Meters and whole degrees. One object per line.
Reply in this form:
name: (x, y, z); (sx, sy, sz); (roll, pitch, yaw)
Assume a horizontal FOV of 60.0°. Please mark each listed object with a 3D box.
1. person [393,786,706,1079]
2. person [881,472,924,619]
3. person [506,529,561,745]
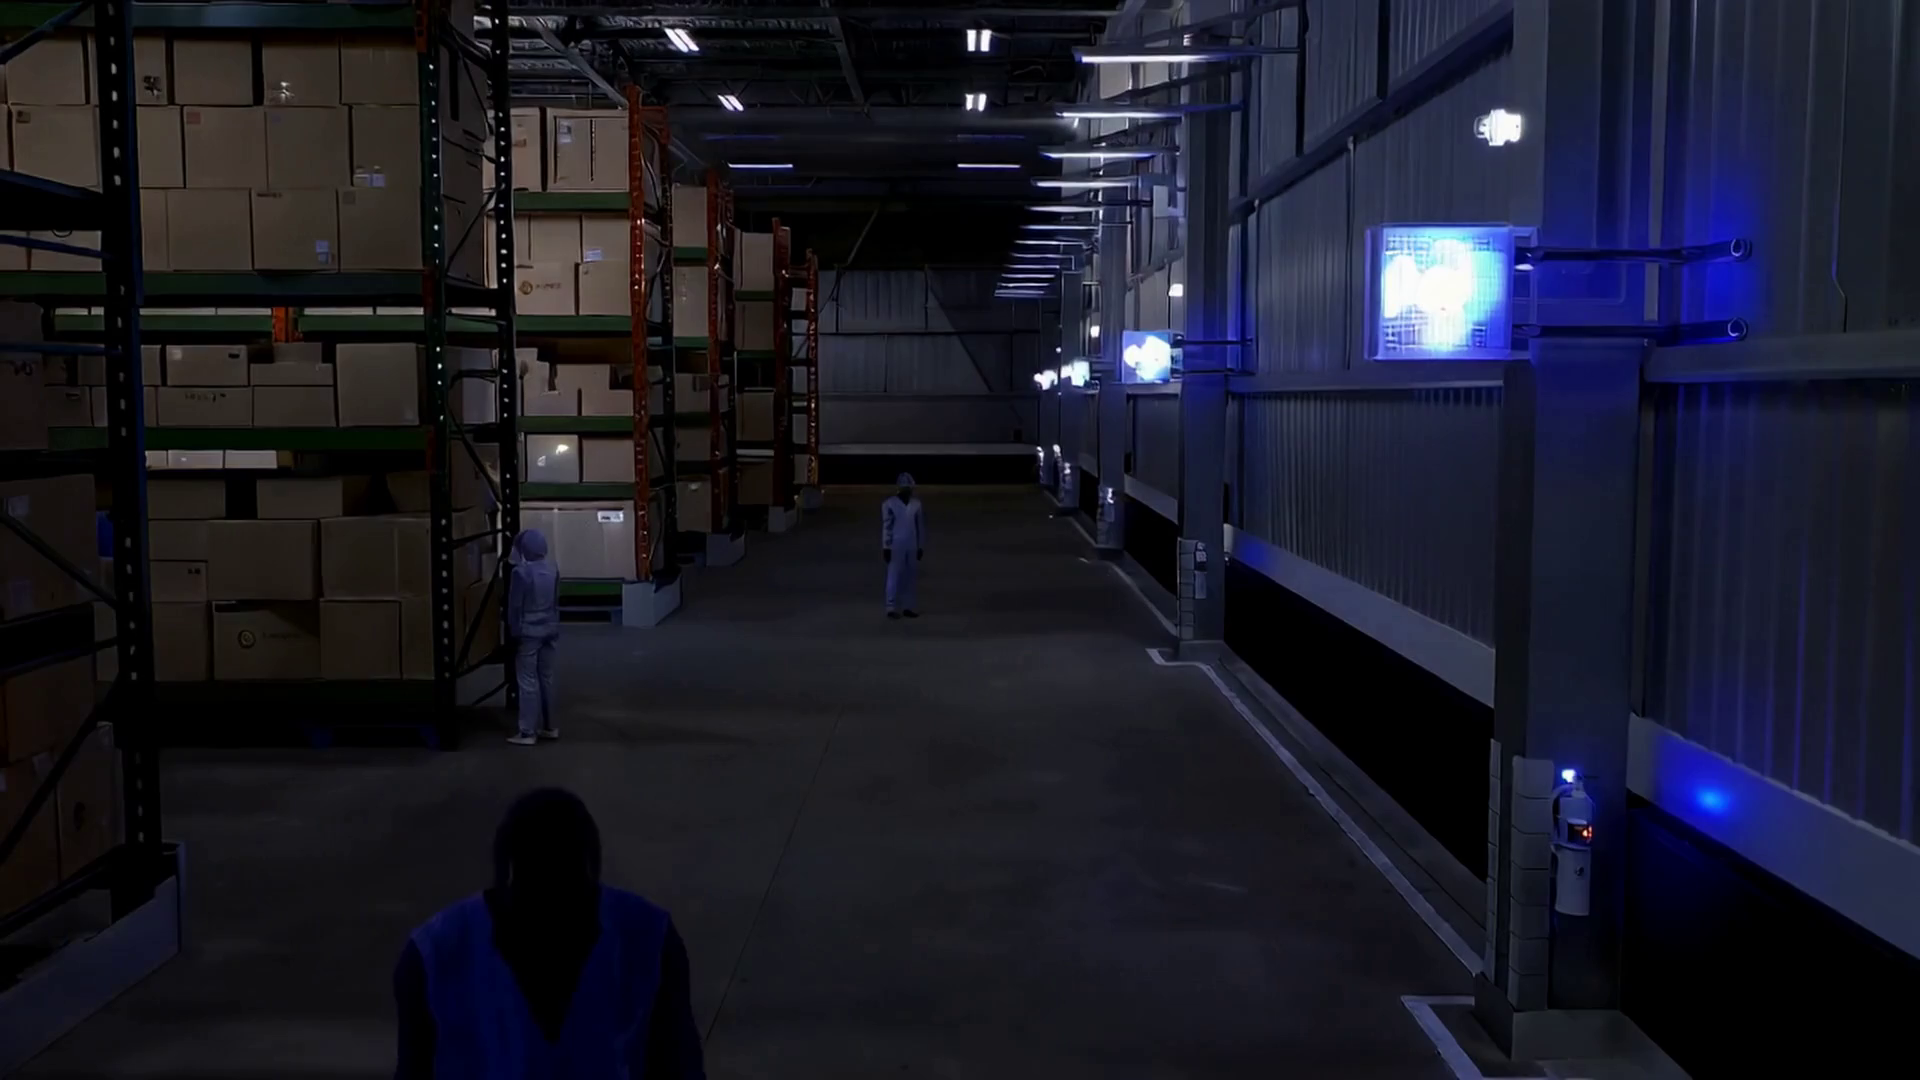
person: (-0.837, 1.426, 3.506); (0.661, 1.794, 0.935); (-2, 5, -22)
person: (-0.660, 0.068, 19.671); (0.564, 1.743, 0.351); (-3, 6, -33)
person: (-3.216, 0.730, 12.606); (0.315, 1.630, 0.528); (3, 6, 28)
